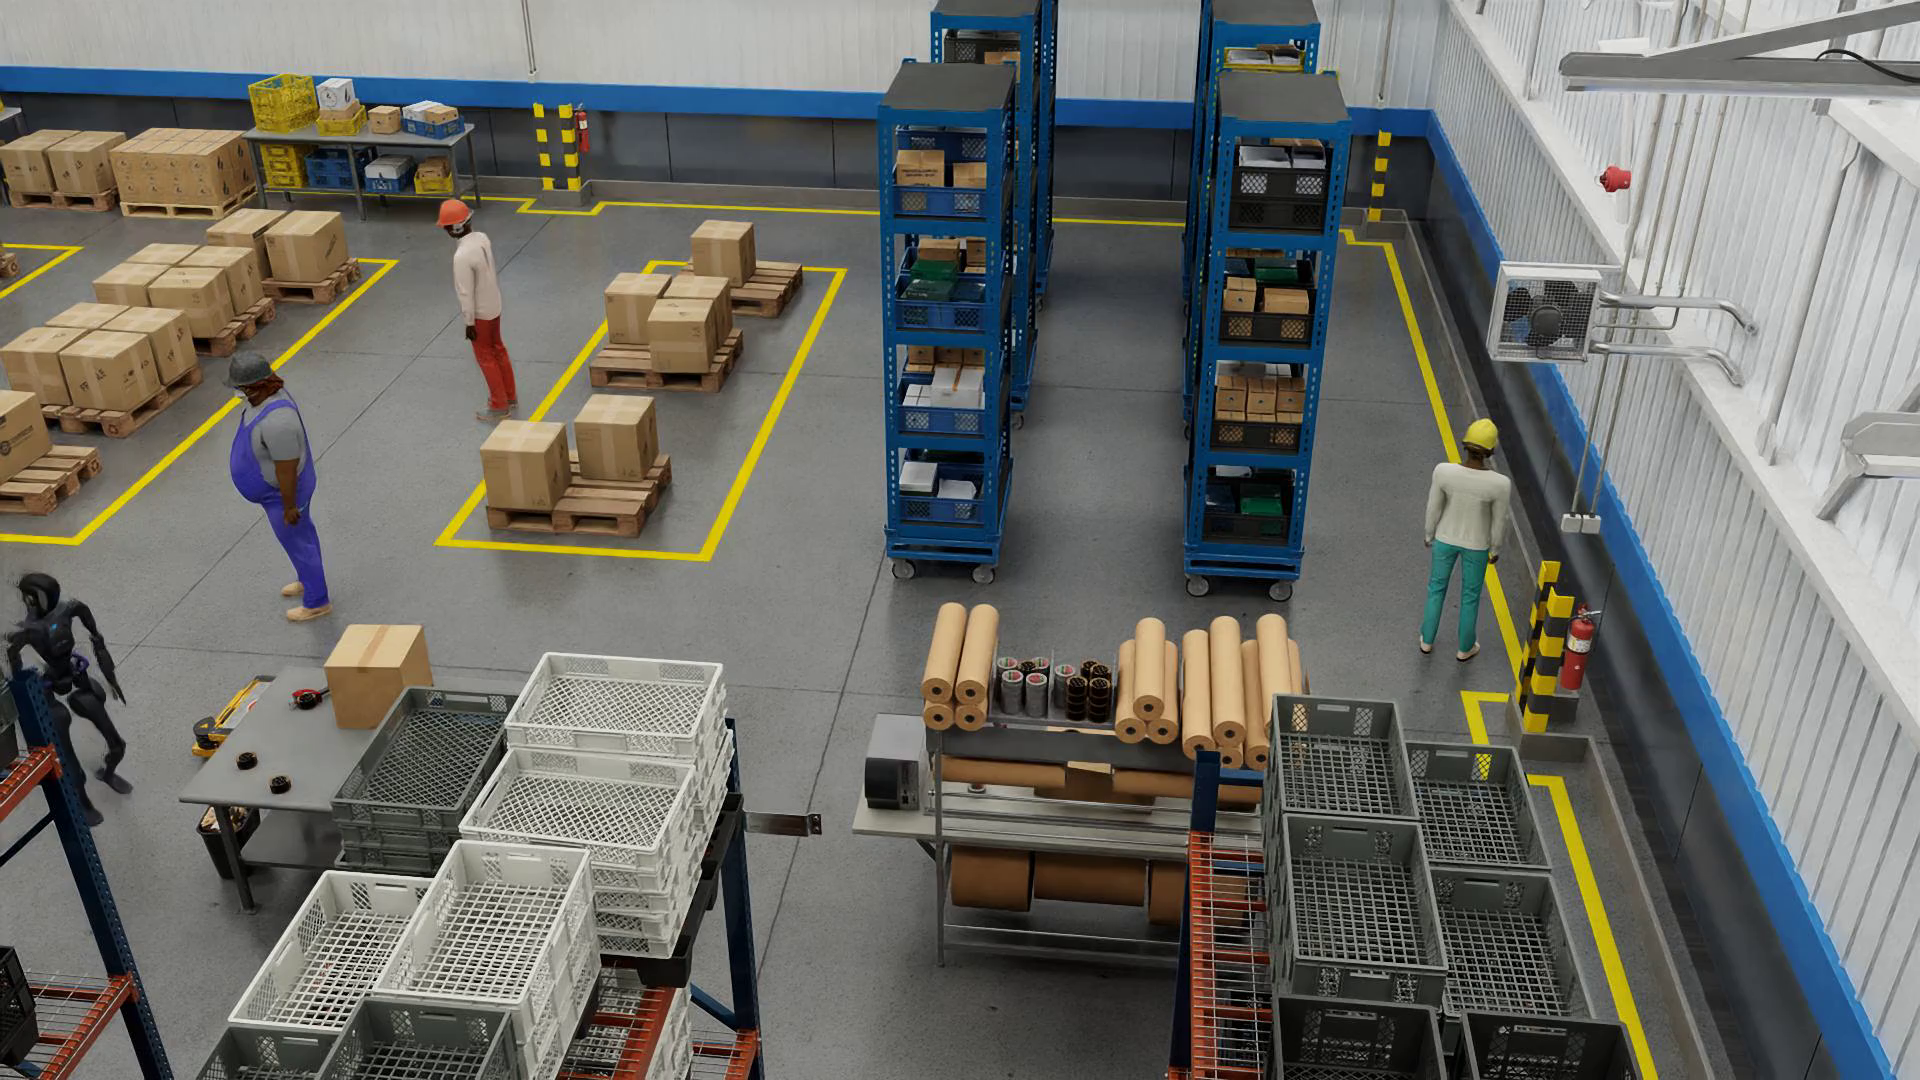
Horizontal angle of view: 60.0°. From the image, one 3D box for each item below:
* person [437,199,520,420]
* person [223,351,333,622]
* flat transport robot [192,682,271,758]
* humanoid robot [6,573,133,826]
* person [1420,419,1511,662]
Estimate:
[{"bbox_3d":[-4.187,-1.990,14.403,0.431,1.977,0.605,4,30,6],"label":"person"},{"bbox_3d":[-4.769,-0.395,11.592,0.535,2.000,0.682,-12,32,-20],"label":"person"},{"bbox_3d":[-4.089,1.163,10.648,1.431,0.197,0.652,3,30,6],"label":"flat transport robot"},{"bbox_3d":[-5.201,0.922,9.688,0.392,1.643,0.610,20,36,31],"label":"humanoid robot"},{"bbox_3d":[3.379,0.001,11.182,0.524,1.768,0.326,16,34,25],"label":"person"}]
